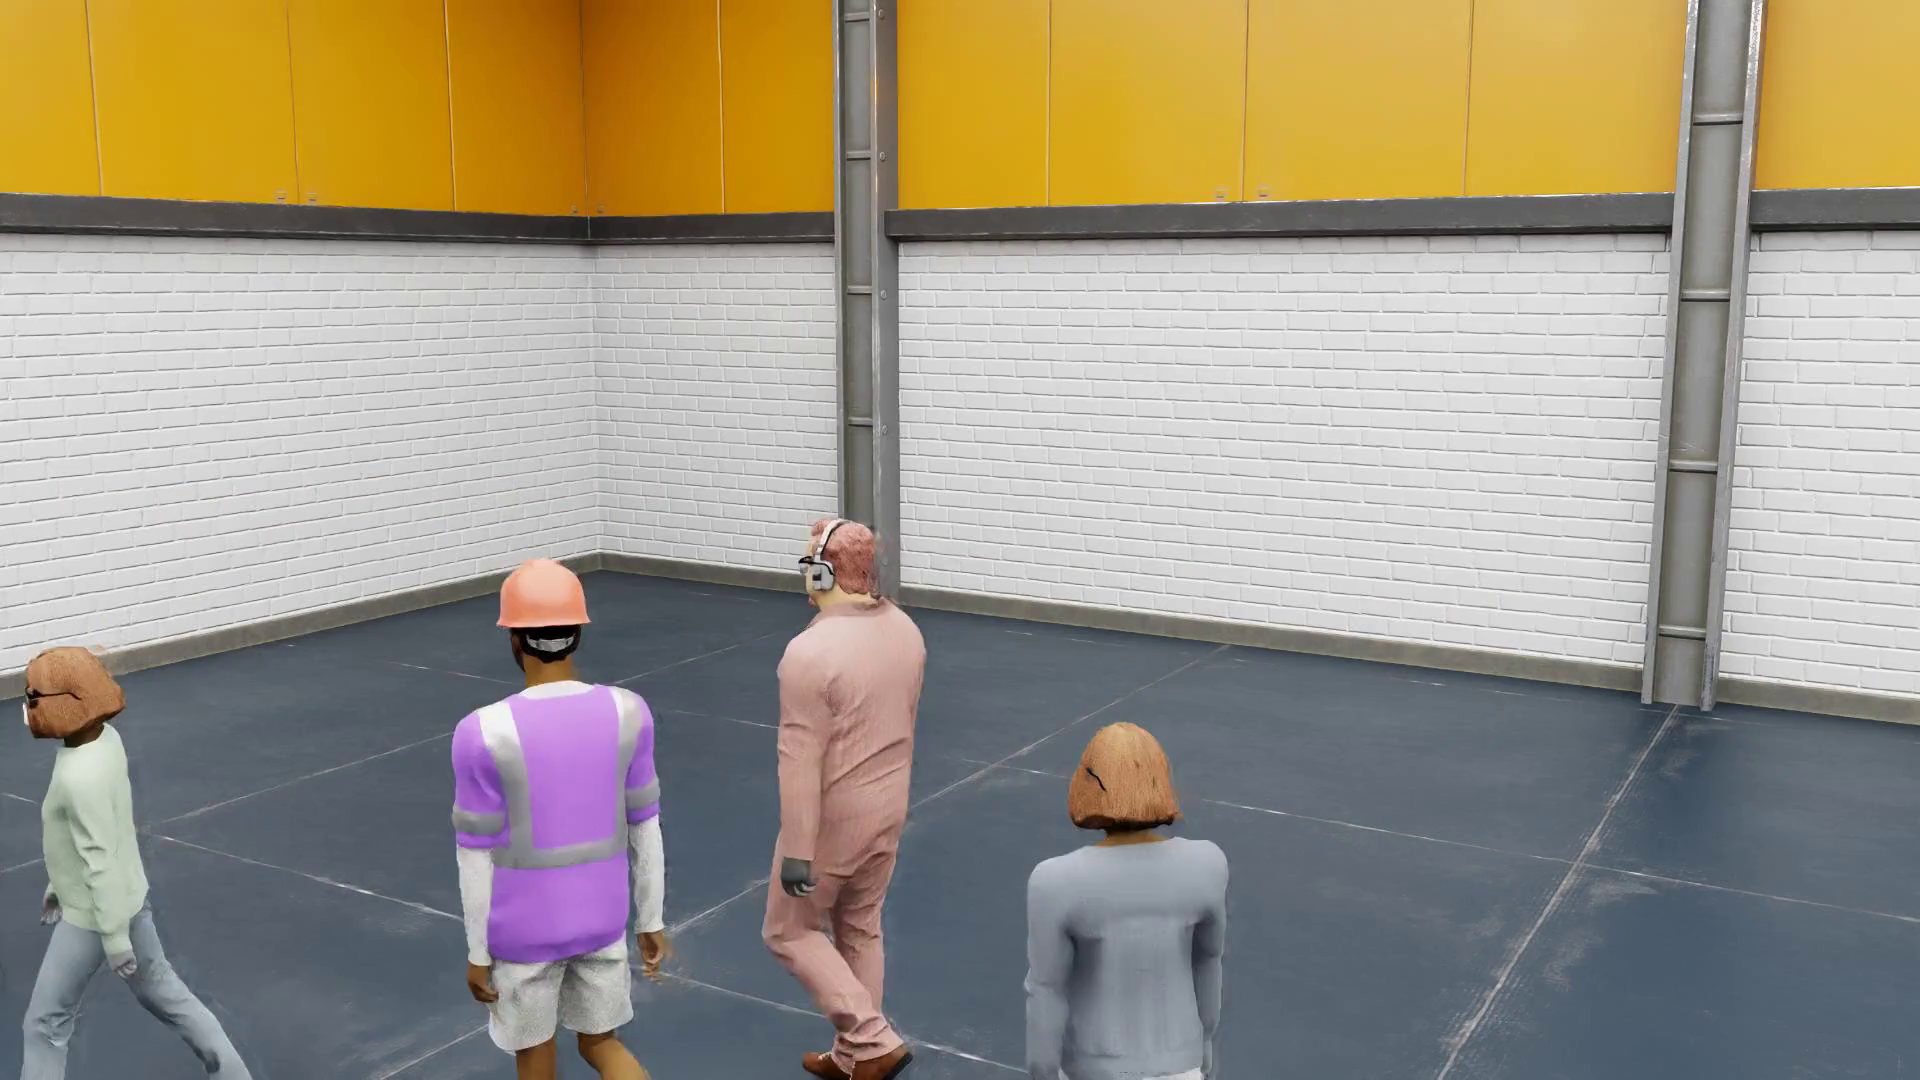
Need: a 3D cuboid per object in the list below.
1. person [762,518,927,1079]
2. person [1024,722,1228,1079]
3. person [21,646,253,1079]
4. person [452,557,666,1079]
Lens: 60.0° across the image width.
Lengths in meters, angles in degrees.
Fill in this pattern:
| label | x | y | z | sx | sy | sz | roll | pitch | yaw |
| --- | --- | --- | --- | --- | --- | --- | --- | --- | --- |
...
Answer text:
| label | x | y | z | sx | sy | sz | roll | pitch | yaw |
| --- | --- | --- | --- | --- | --- | --- | --- | --- | --- |
| person | -0.361 | 0.870 | 5.258 | 0.448 | 1.889 | 0.662 | 6 | 11 | 33 |
| person | 0.383 | 1.223 | 3.914 | 0.499 | 1.622 | 0.339 | -2 | 9 | -10 |
| person | -2.524 | 1.082 | 4.887 | 0.868 | 1.590 | 0.502 | -3 | 10 | -17 |
| person | -1.005 | 1.011 | 4.342 | 0.544 | 1.914 | 0.659 | -7 | 11 | -36 |
